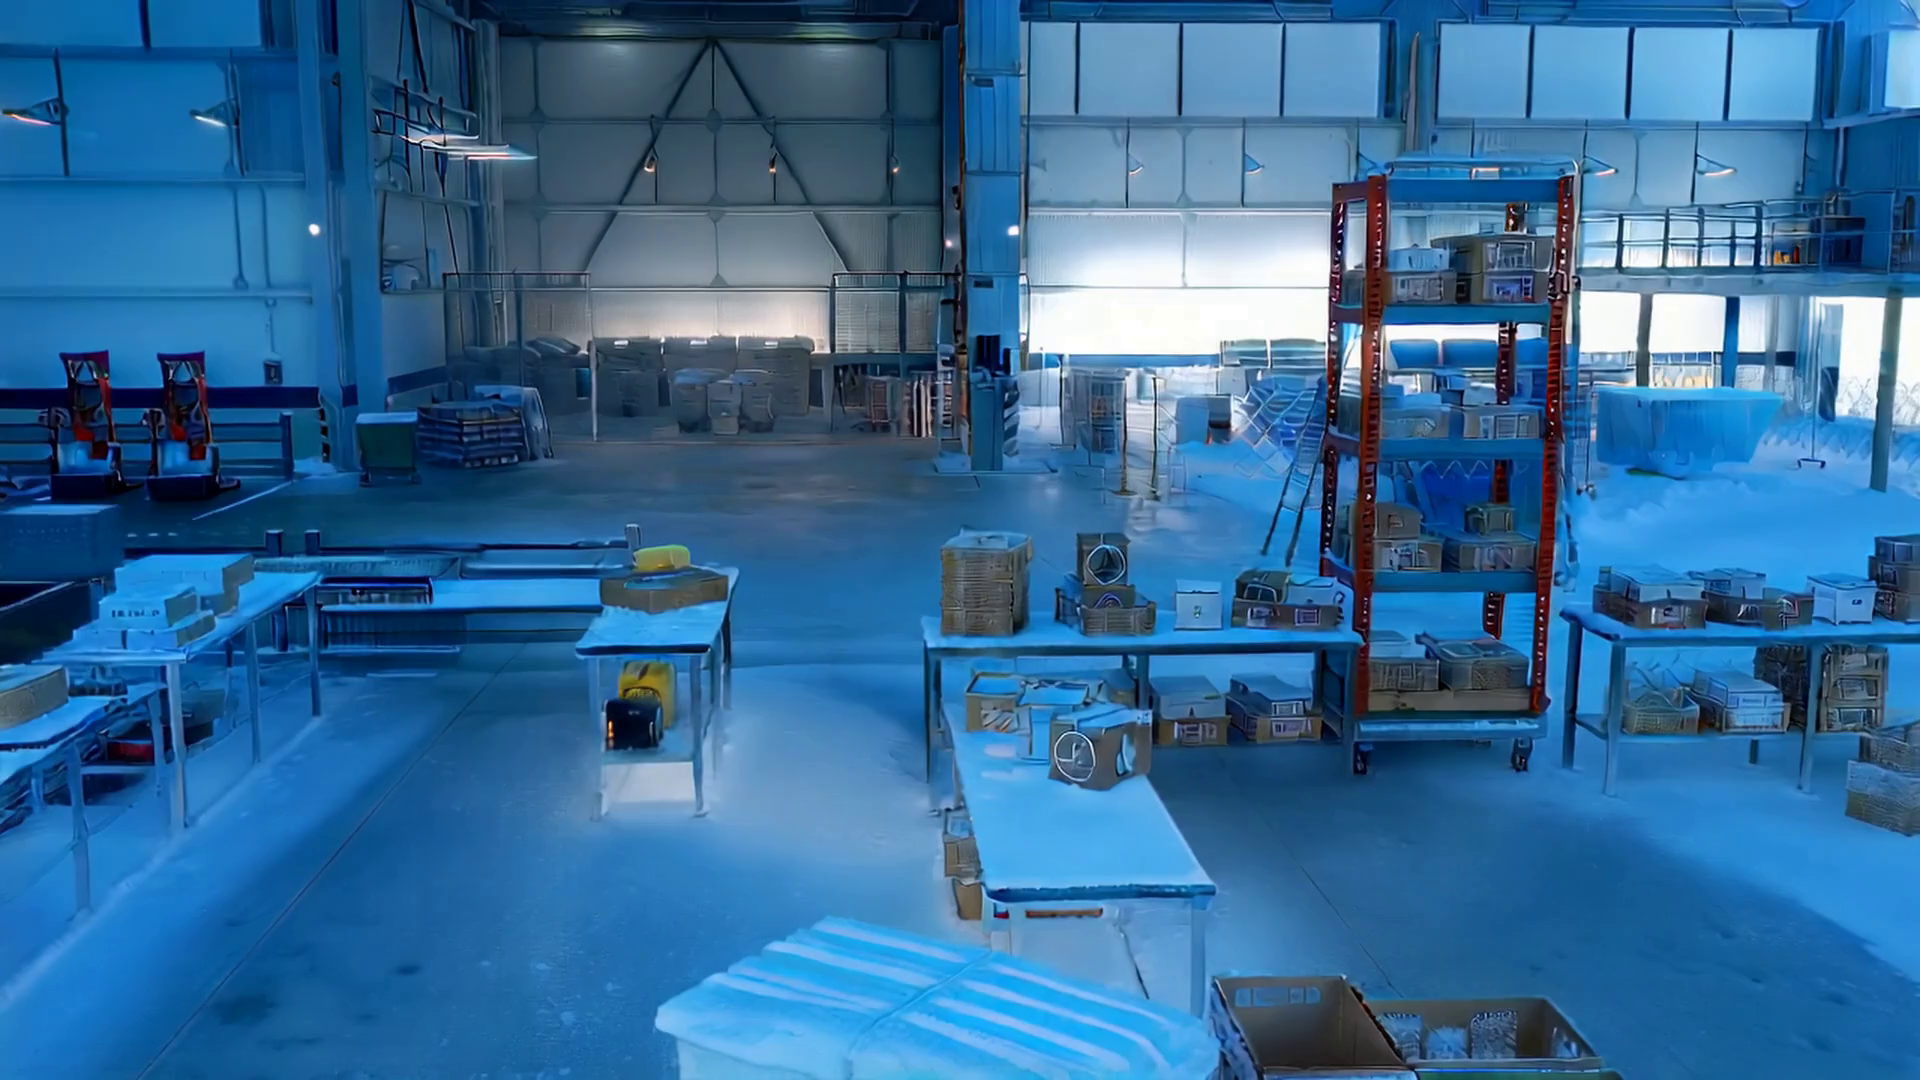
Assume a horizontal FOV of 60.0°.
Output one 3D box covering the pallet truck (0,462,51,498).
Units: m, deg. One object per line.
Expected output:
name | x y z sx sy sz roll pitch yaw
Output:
pallet truck | -13.193 -1.293 23.148 0.653 1.274 1.630 -1 9 -4

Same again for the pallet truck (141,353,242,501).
pallet truck | -10.520 -1.604 22.925 0.823 1.965 1.885 -1 9 -6

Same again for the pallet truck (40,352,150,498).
pallet truck | -11.907 -1.642 23.165 0.823 1.965 1.885 0 9 0
